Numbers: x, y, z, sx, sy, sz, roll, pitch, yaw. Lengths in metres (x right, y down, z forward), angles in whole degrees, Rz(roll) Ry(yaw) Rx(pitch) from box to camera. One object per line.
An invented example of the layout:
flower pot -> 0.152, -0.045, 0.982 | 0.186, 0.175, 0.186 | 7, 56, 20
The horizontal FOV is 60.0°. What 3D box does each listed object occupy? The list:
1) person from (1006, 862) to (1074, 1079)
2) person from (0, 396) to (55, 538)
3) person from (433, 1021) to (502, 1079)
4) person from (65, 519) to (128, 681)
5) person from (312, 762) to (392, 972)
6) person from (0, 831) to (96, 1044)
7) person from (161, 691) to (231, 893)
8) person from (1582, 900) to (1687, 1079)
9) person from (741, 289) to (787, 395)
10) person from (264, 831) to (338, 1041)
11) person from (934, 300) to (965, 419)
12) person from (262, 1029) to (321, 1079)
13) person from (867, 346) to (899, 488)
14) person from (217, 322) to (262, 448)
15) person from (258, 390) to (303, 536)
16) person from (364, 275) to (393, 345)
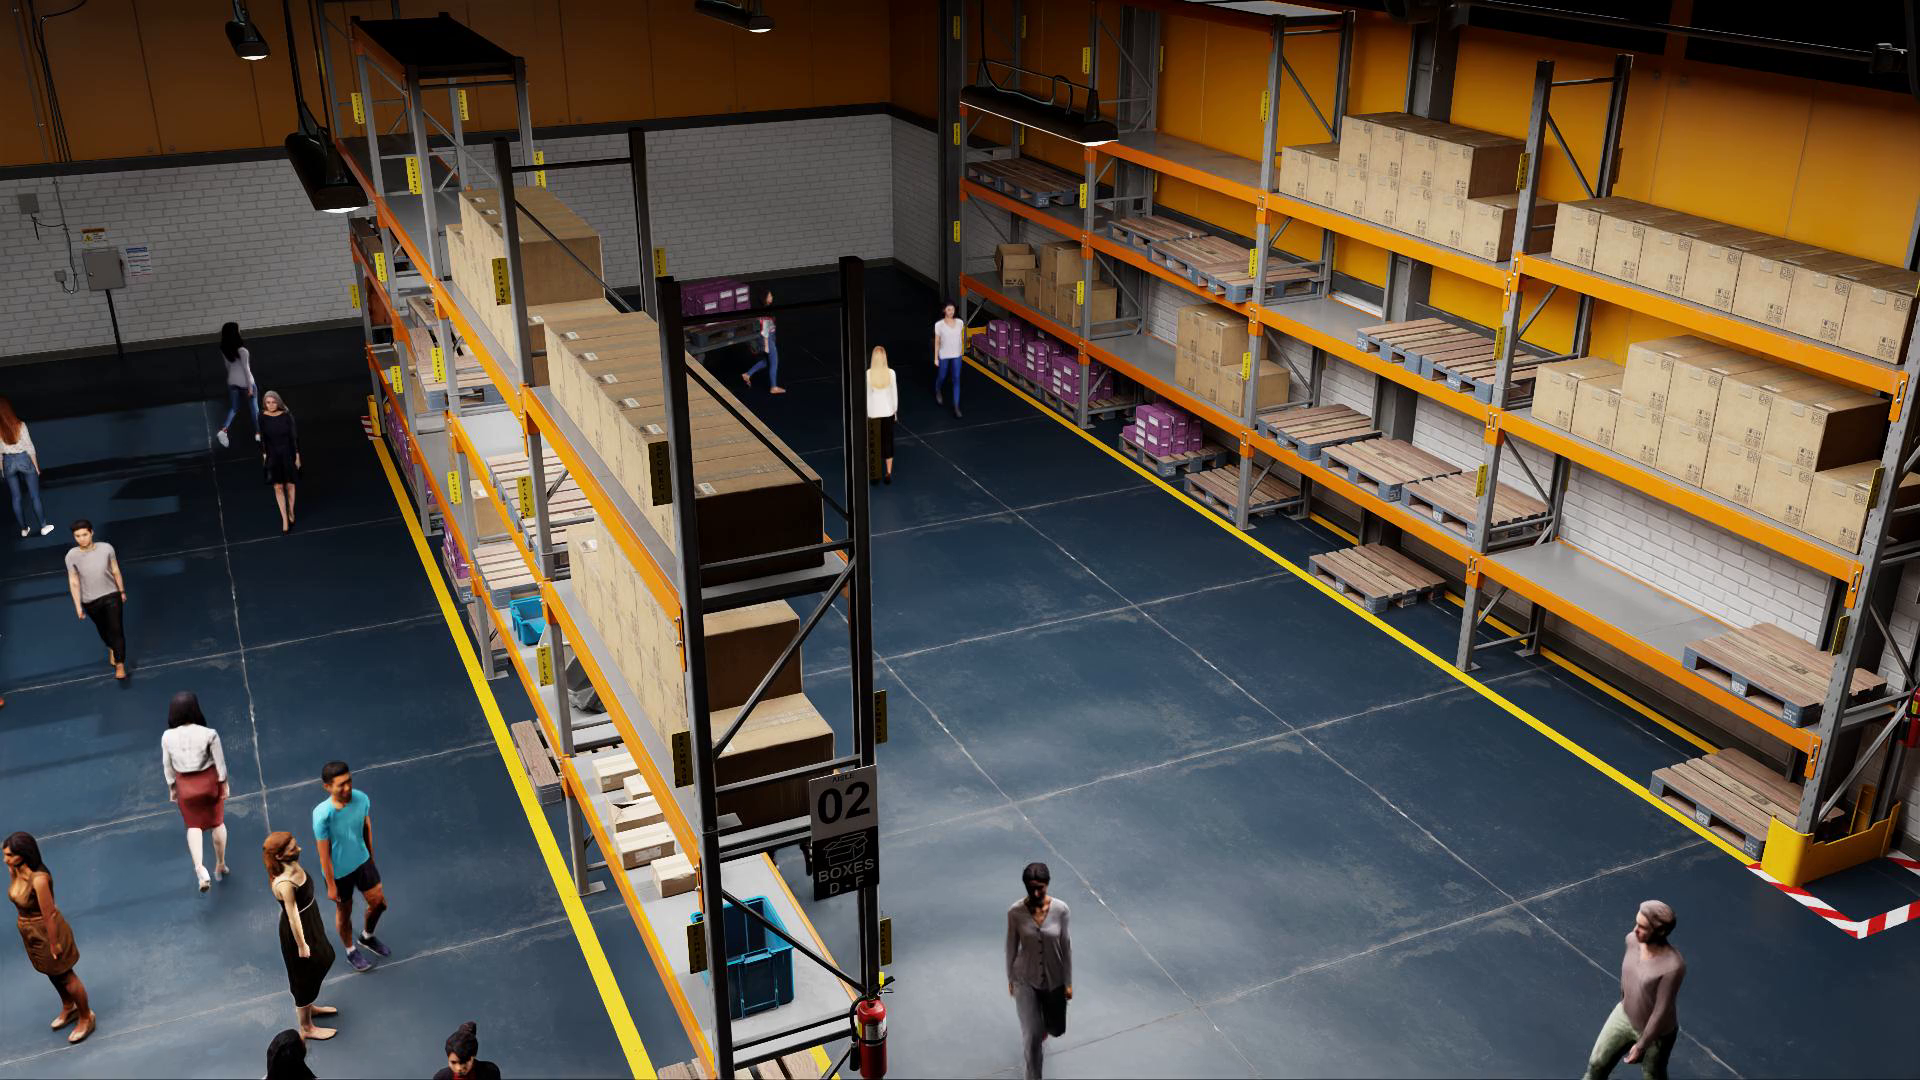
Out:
person -> 0.533, 2.881, 11.120 | 0.823, 1.755, 1.003 | 0, 24, -1
person -> -11.185, -0.879, 19.755 | 0.617, 1.728, 0.562 | -6, 24, -13
person -> -2.834, 3.555, 9.721 | 0.621, 1.640, 0.665 | -6, 24, -13
person -> -8.557, 0.537, 16.581 | 0.635, 1.676, 1.067 | -9, 25, -21
person -> -4.576, 2.384, 12.248 | 0.744, 1.762, 0.737 | 18, 29, 35
person -> -6.342, 2.740, 11.531 | 0.599, 1.683, 0.699 | 15, 28, 31
person -> -5.996, 2.033, 13.088 | 0.691, 1.732, 0.910 | -6, 24, -13
person -> 4.418, 3.085, 10.559 | 0.758, 1.830, 1.053 | -9, 25, -20
person -> -2.931, -2.921, 24.589 | 0.863, 1.597, 0.927 | -1, 24, -2
person -> -4.624, 2.732, 11.623 | 0.676, 1.625, 0.550 | -6, 24, -14
person -> -0.187, -2.608, 23.805 | 0.688, 1.652, 1.130 | -8, 25, -17
person -> -3.764, 3.552, 9.612 | 0.689, 1.732, 0.706 | 4, 24, 8
person -> -1.016, -1.562, 21.156 | 0.634, 1.857, 0.557 | -6, 24, -14
person -> -9.824, -2.087, 22.532 | 1.041, 1.718, 1.104 | 9, 25, 19
person -> -8.146, -0.990, 20.002 | 0.652, 1.733, 0.834 | -7, 25, -16
person -> -8.984, -3.557, 25.906 | 0.973, 1.708, 0.897 | 17, 29, 33
